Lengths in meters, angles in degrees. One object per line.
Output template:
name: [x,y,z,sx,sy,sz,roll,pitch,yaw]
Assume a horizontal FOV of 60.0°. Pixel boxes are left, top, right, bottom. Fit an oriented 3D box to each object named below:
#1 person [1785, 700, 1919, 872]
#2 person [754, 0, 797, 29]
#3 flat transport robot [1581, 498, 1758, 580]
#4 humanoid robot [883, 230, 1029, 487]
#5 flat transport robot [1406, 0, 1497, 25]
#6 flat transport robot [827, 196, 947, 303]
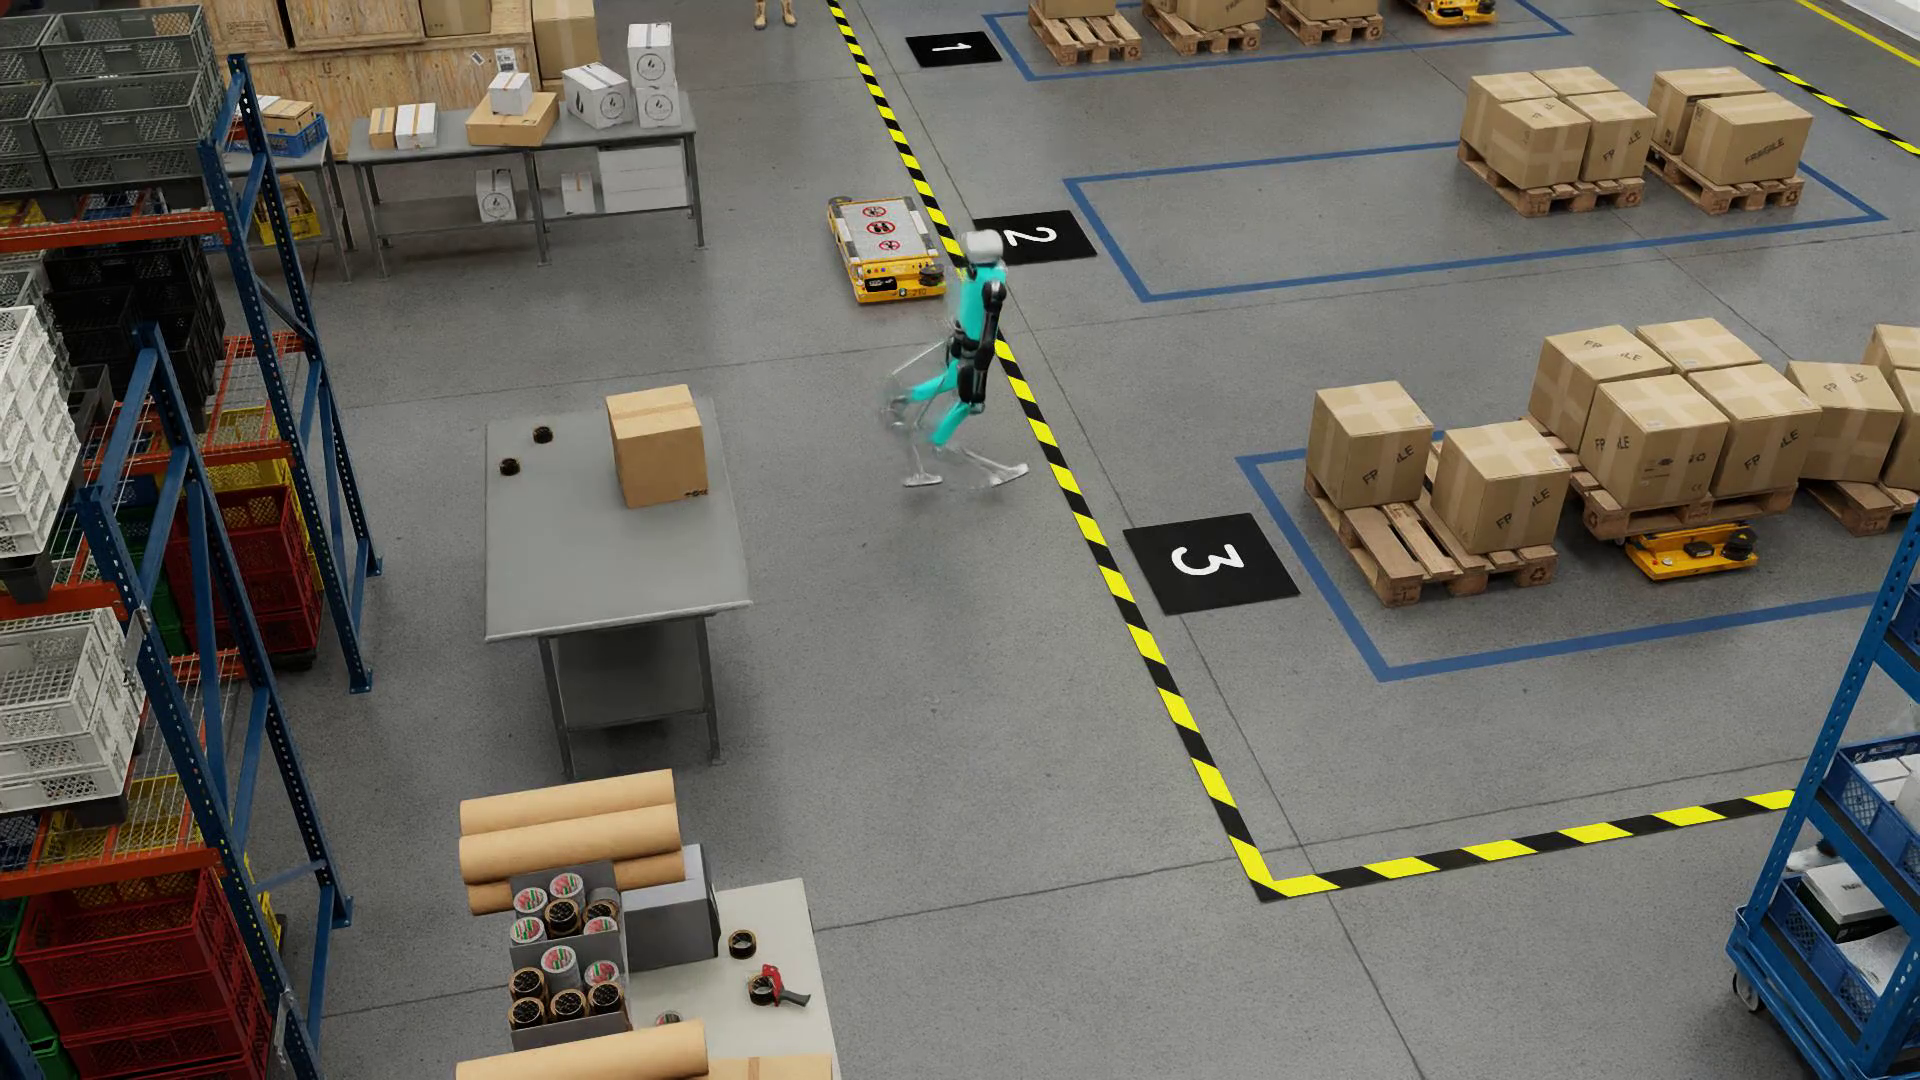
person: [4.317,0.812,7.181,0.933,1.805,0.594,-6,37,-7]
person: [-1.832,-5.995,16.128,0.609,2.040,0.389,-7,37,-9]
flat transport robot: [4.062,-0.294,9.926,0.652,0.197,1.431,-8,37,-10]
humanoid robot: [-0.079,-0.953,9.599,1.004,1.729,0.552,-8,37,-10]
flat transport robot: [4.899,-5.654,17.130,0.652,0.197,1.431,-8,37,-10]
flat transport robot: [-0.570,-2.220,12.538,0.659,0.231,1.431,-8,37,-10]
